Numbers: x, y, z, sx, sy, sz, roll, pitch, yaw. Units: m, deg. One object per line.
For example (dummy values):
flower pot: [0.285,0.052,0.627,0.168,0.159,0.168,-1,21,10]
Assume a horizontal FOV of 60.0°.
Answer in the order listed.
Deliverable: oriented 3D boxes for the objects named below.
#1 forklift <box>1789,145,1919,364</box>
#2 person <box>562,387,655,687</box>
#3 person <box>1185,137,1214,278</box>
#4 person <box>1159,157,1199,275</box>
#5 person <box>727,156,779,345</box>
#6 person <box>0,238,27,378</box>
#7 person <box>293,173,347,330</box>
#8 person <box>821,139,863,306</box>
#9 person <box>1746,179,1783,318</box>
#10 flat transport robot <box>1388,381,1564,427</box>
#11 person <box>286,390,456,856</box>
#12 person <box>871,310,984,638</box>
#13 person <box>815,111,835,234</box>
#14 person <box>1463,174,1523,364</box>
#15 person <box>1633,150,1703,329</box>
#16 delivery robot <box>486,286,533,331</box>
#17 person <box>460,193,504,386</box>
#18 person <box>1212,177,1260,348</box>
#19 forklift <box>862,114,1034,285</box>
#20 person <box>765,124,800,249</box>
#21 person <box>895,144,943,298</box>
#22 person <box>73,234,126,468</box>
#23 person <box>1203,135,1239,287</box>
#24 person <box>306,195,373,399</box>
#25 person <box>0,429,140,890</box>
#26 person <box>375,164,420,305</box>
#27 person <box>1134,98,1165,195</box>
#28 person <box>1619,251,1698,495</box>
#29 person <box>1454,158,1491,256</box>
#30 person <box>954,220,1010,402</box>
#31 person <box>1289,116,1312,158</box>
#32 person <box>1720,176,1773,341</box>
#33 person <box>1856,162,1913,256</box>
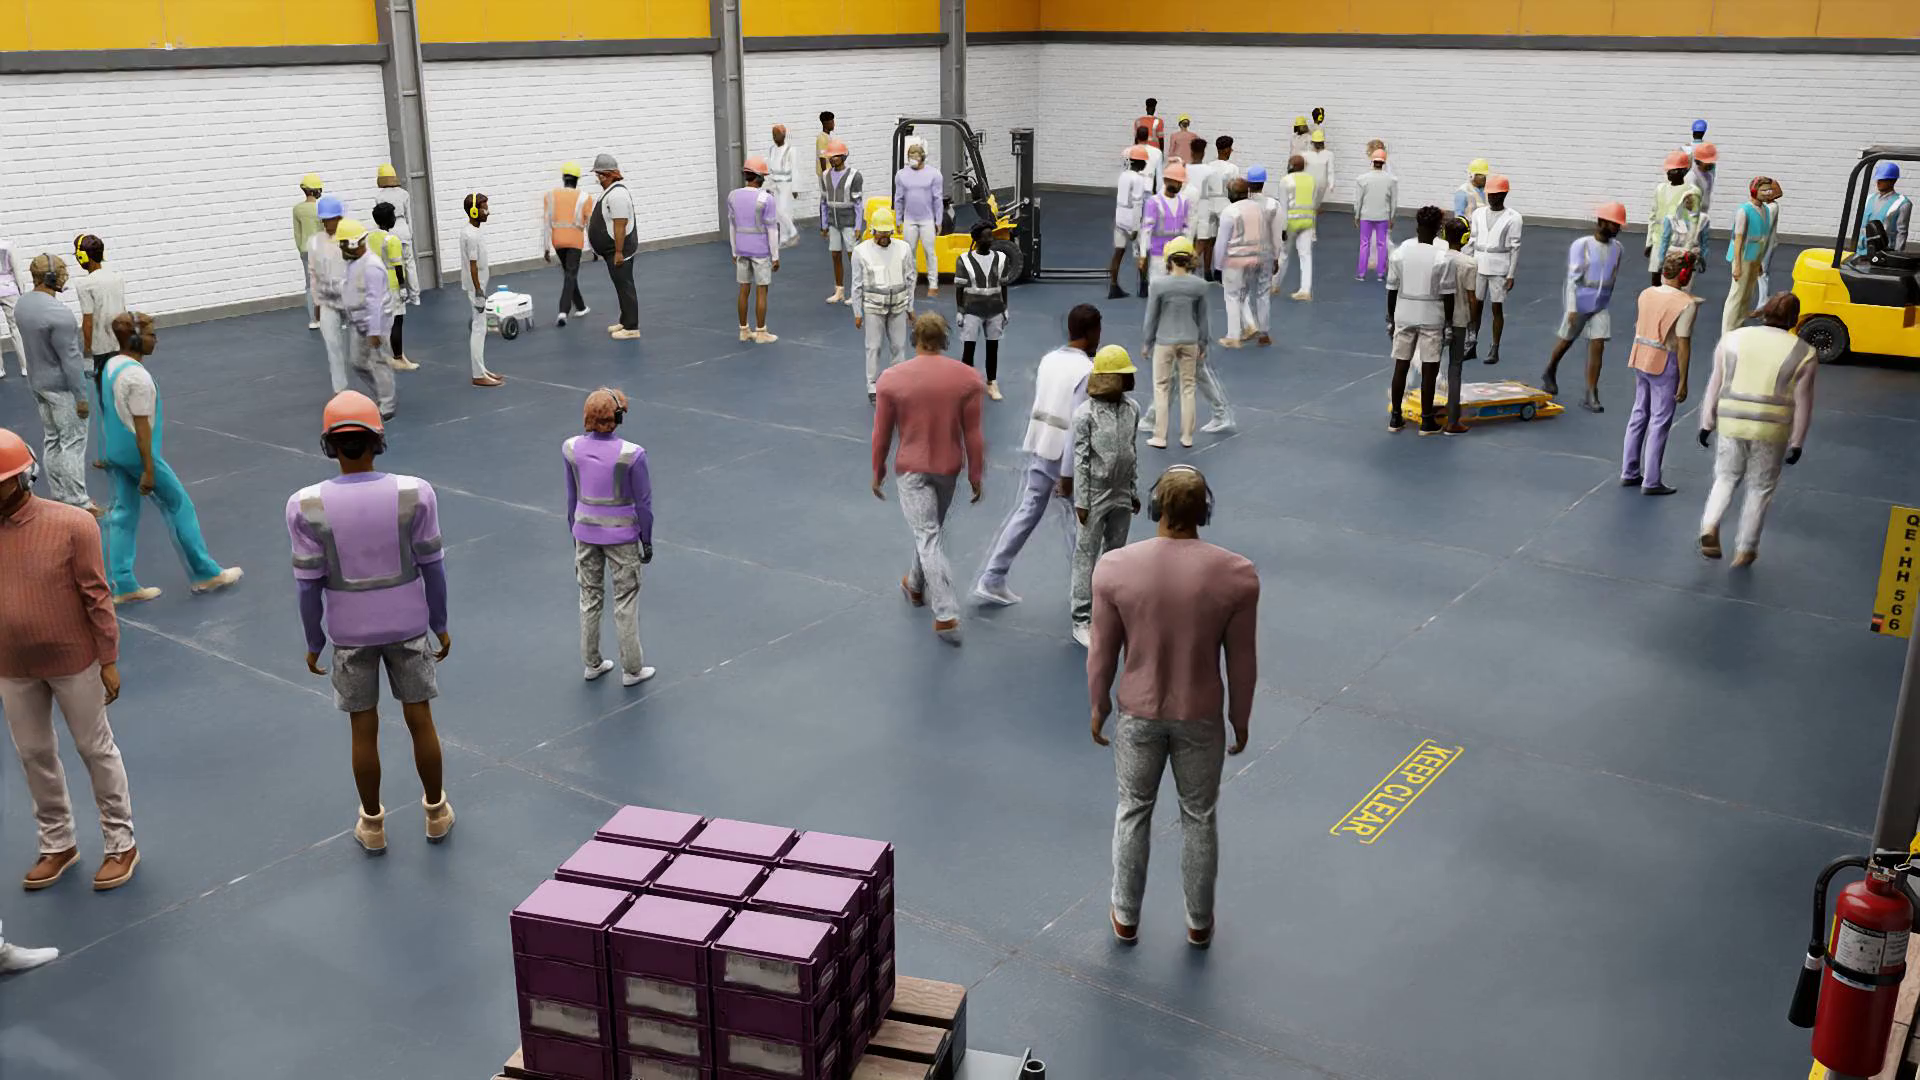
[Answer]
forklift: [9.803,-2.879,17.013,2.313,2.155,1.214,12,21,33]
person: [-1.883,-0.008,8.949,0.509,1.629,0.316,5,18,15]
person: [3.090,-4.339,21.995,0.596,1.936,0.799,10,20,29]
person: [2.478,-3.504,19.433,0.406,1.911,0.636,-10,20,-29]
person: [-2.224,-3.145,18.116,0.613,2.033,0.411,10,20,27]
person: [-9.512,-2.417,16.463,0.513,1.642,0.311,-4,18,-14]
person: [-7.296,-3.267,18.921,0.533,1.767,0.325,7,19,20]
person: [-1.471,-3.898,20.473,0.605,2.035,0.421,11,21,30]
person: [9.533,-3.449,19.718,0.288,1.629,0.501,9,20,25]
flat transport robot: [4.662,-1.242,15.000,1.431,0.197,0.652,-7,19,-20]
person: [-2.500,0.366,7.124,0.605,2.034,0.390,-7,19,-21]
person: [-0.185,-0.401,9.794,0.646,1.881,1.029,-5,19,-17]
person: [-2.157,-5.969,27.049,0.368,1.966,0.602,1,18,3]
person: [5.460,-2.784,17.128,0.543,1.939,0.371,16,24,40]
person: [7.963,-3.342,18.712,0.396,2.038,0.614,-9,20,-27]
delivery robot: [-5.119,-2.611,18.674,0.477,0.478,0.707,6,19,18]
person: [-4.658,-2.419,16.120,0.324,1.861,0.510,-6,19,-17]
person: [2.987,-2.983,17.927,0.644,1.823,0.444,-15,23,-38]
forklift: [-0.171,-4.594,22.377,2.313,2.155,1.214,1,18,3]
person: [-2.738,-5.380,25.358,0.413,1.868,0.589,-16,24,-41]
person: [-0.522,-4.044,21.097,0.637,1.926,0.367,5,18,14]
person: [-6.805,-1.497,13.247,0.343,1.857,0.526,3,18,10]
person: [3.439,-4.340,21.952,0.603,1.966,0.368,16,24,42]
person: [-5.702,-2.240,15.448,0.619,1.925,0.758,2,18,6]
person: [-3.764,0.497,6.809,0.627,1.980,0.410,-1,18,-4]
person: [-6.947,-3.731,20.426,0.326,1.737,0.488,12,21,33]
person: [3.542,-7.256,31.075,0.604,1.965,0.367,9,20,27]
person: [5.244,-1.247,12.493,0.387,1.836,0.562,-5,18,-15]
person: [6.198,-3.697,20.158,0.600,1.829,0.404,-15,23,-39]
person: [0.208,-2.116,15.429,0.541,1.696,0.315,-5,19,-16]
person: [5.997,-6.603,29.407,0.340,1.733,0.479,-15,23,-39]
person: [8.451,-2.975,17.875,0.571,1.845,0.382,-15,23,-40]
person: [10.091,-3.170,18.321,0.388,1.947,0.614,-8,19,-24]
